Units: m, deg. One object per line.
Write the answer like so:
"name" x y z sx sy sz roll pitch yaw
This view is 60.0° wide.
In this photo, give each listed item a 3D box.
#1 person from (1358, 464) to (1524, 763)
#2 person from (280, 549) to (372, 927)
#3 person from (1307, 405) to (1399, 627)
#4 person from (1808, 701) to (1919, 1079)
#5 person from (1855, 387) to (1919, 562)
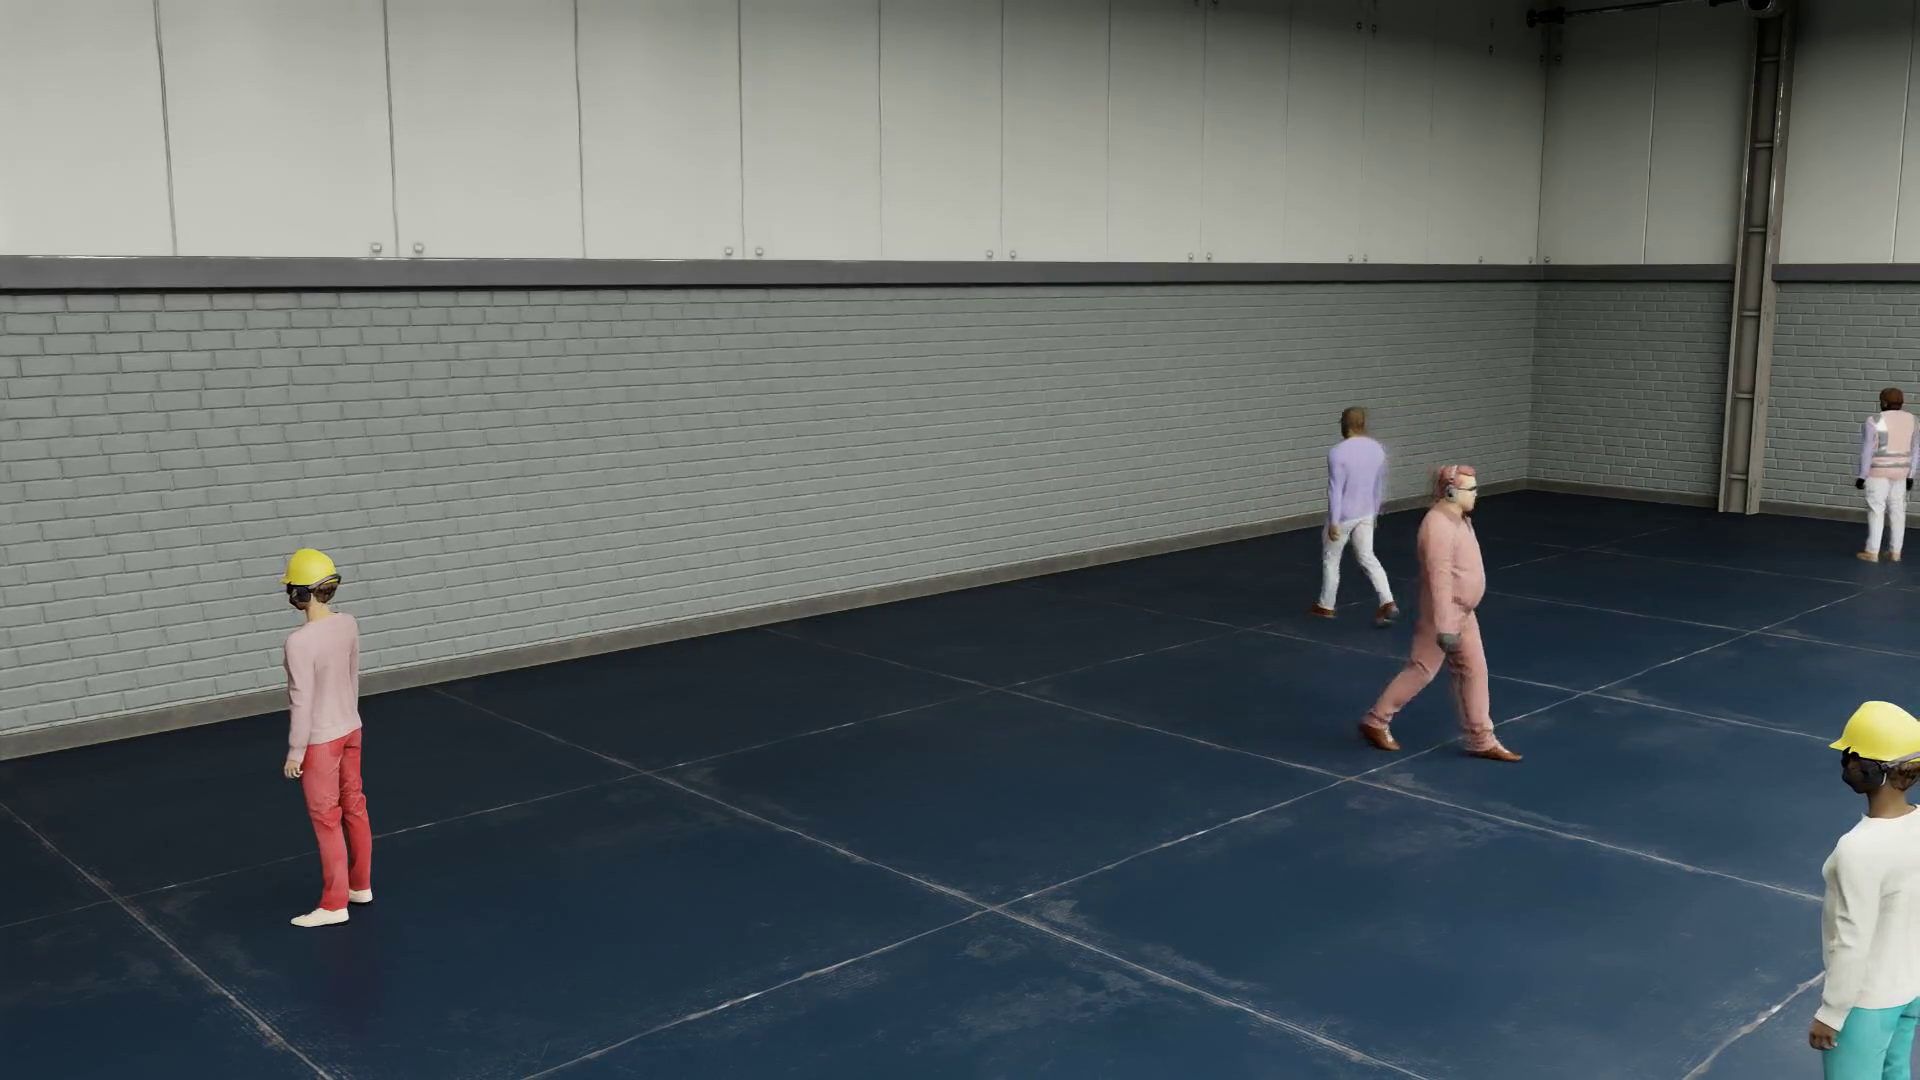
"person" 2.990 0.448 10.353 0.980 1.865 0.657 5 11 30
"person" -2.968 0.916 7.741 0.312 1.768 0.522 2 9 9
"person" 3.416 -0.206 14.296 0.643 1.904 0.963 -5 10 -29
"person" 2.722 1.354 5.017 0.533 1.768 0.310 -7 12 -39
"person" 9.704 -0.685 17.440 0.633 1.840 0.429 -1 9 -6
